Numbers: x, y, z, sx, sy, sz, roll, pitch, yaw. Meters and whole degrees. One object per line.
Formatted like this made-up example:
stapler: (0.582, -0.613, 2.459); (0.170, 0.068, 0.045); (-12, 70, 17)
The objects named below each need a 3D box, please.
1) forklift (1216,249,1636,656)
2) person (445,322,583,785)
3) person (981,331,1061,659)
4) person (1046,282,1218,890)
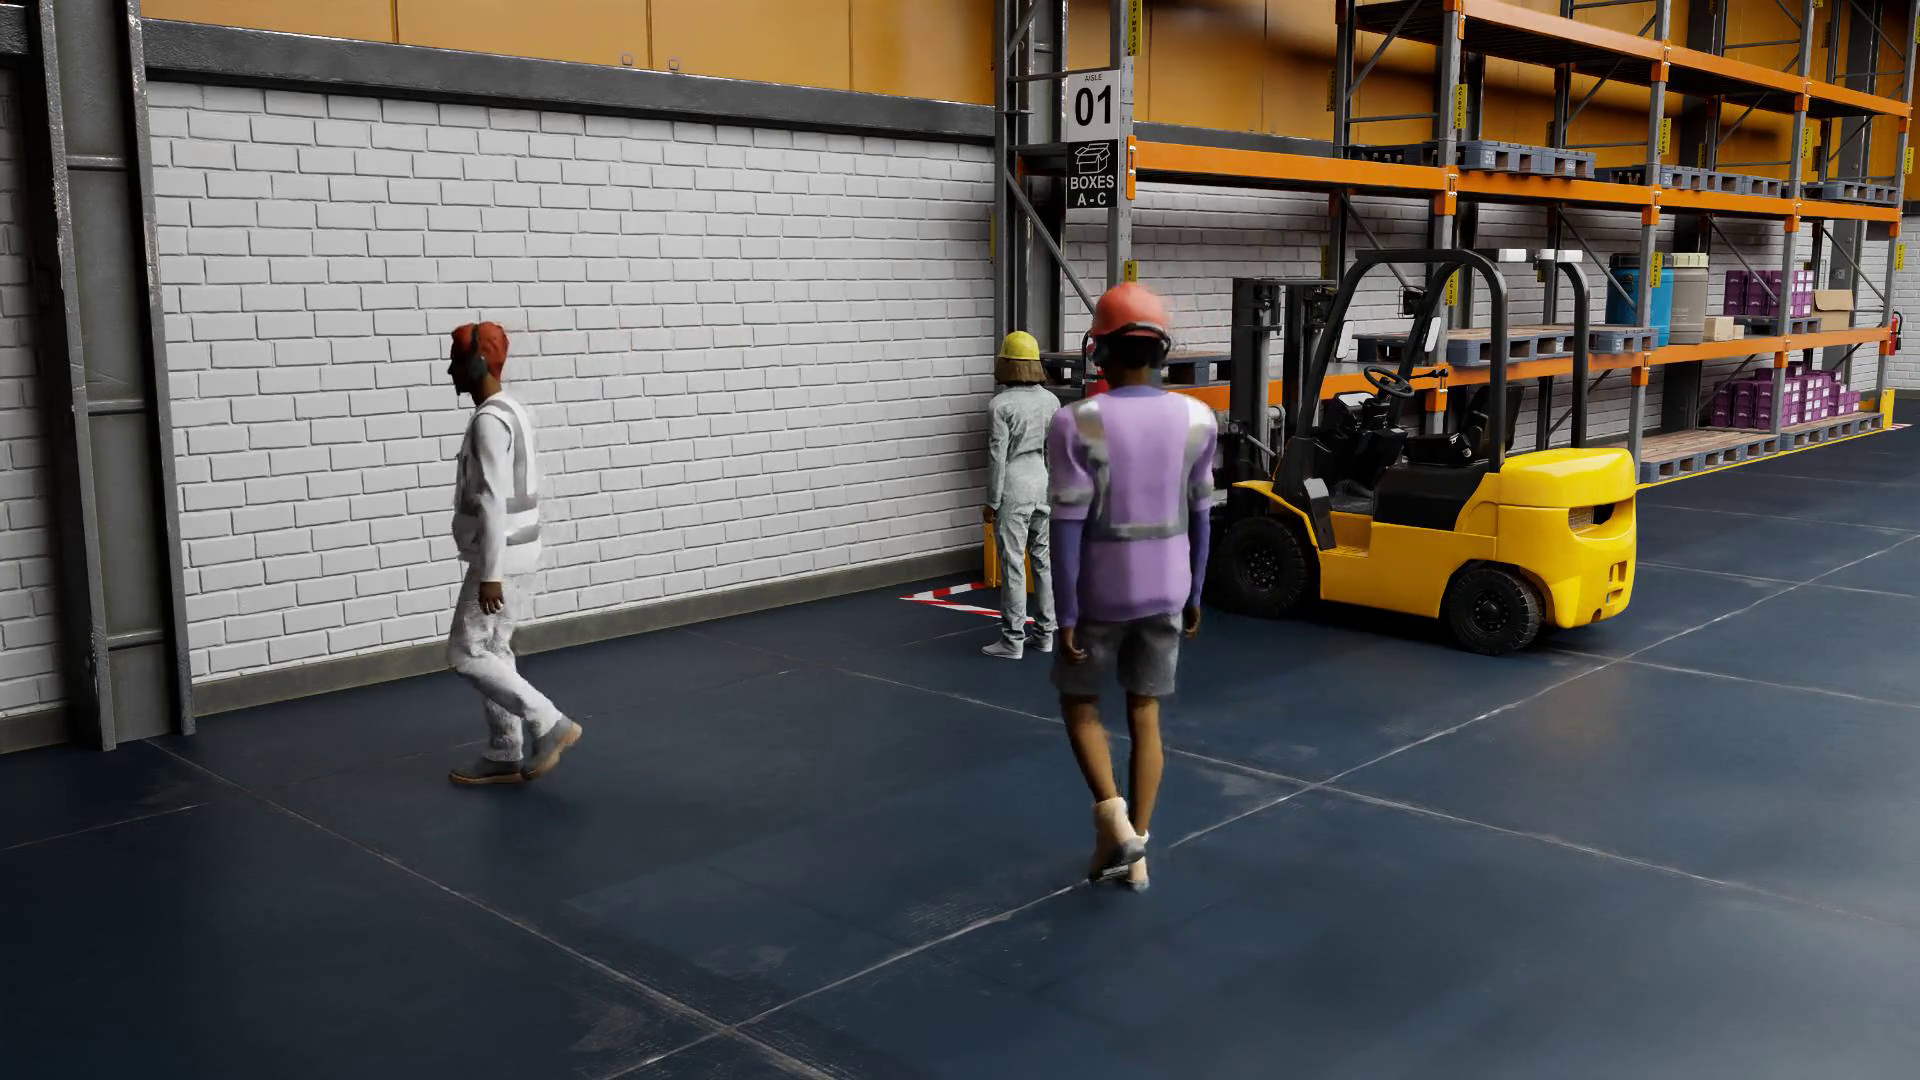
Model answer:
forklift: (2.710, -0.584, 9.626); (2.313, 2.155, 1.214); (9, 13, 43)
person: (-1.835, 0.075, 6.581); (0.454, 1.864, 0.599); (-2, 9, -10)
person: (0.319, -0.239, 8.887); (0.486, 1.744, 0.294); (-8, 12, -40)
person: (0.554, 0.175, 5.484); (0.616, 2.028, 0.465); (-3, 10, -16)
